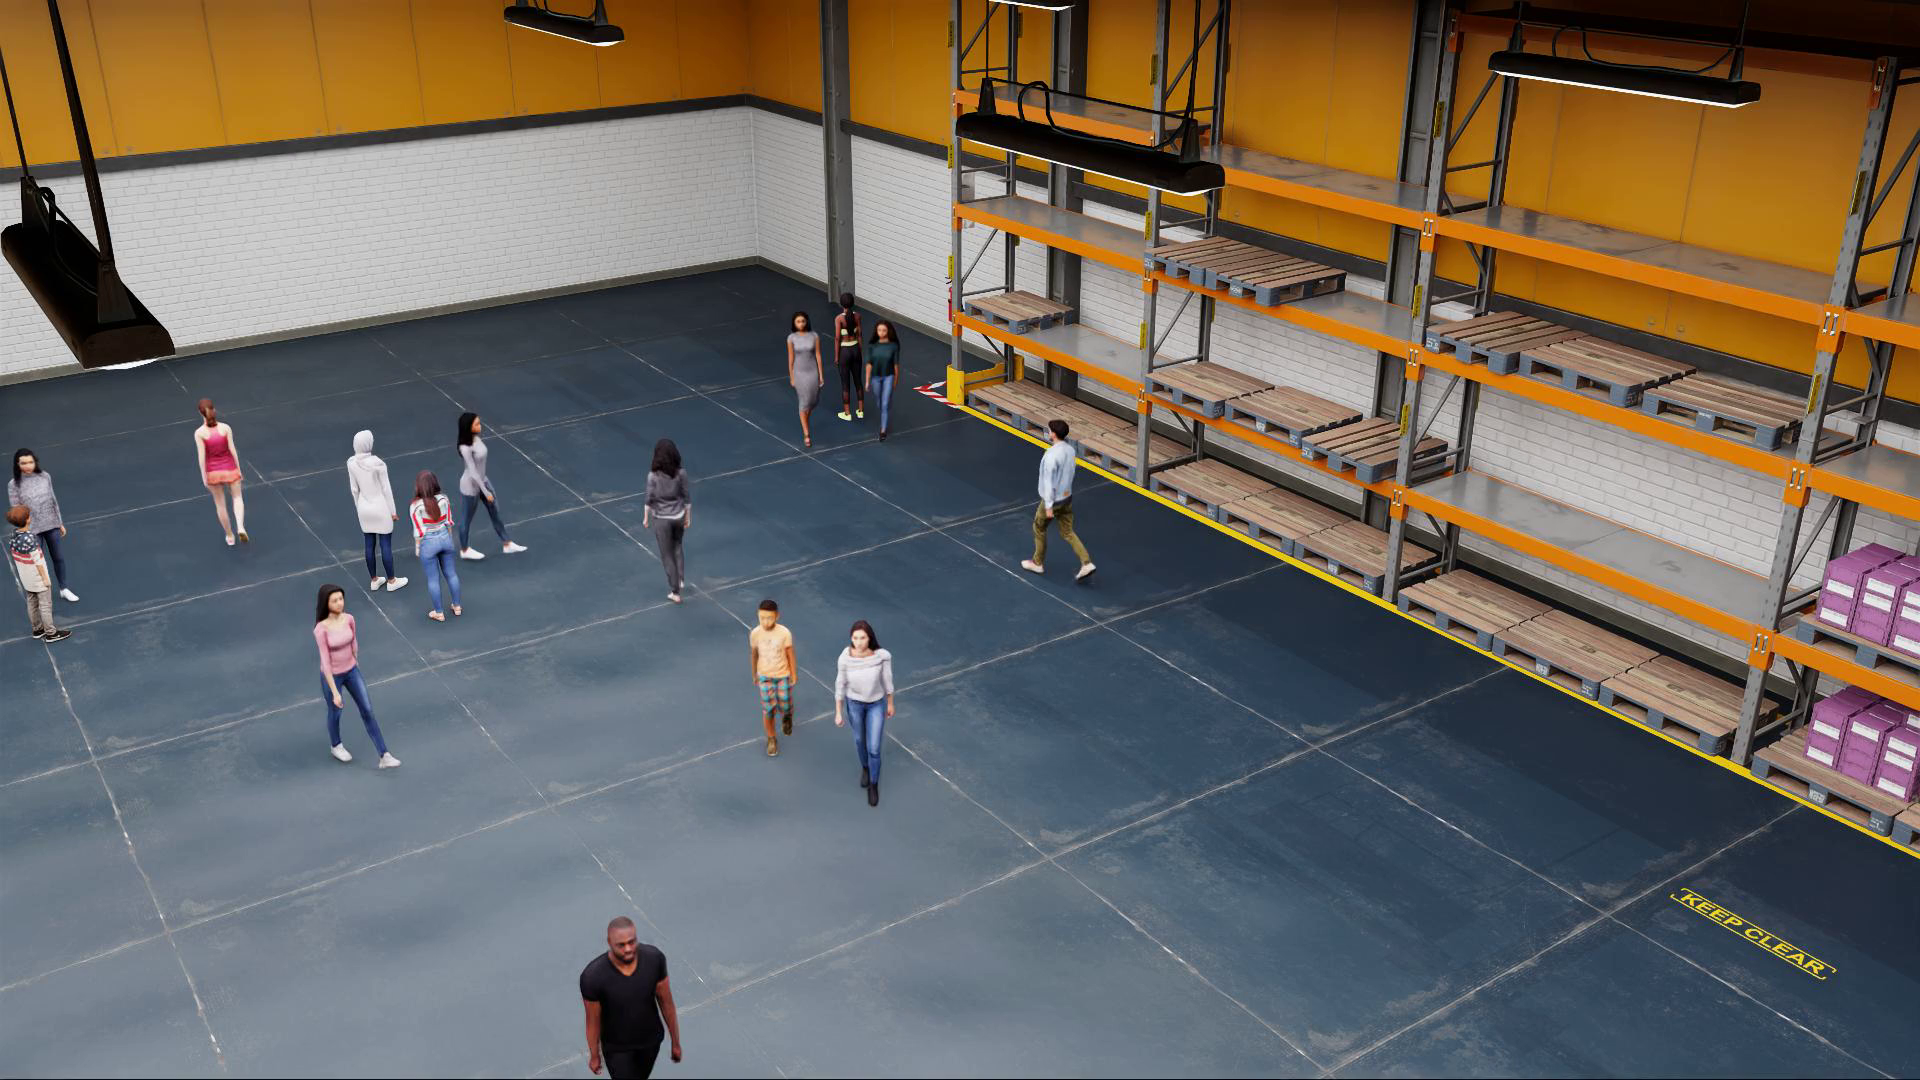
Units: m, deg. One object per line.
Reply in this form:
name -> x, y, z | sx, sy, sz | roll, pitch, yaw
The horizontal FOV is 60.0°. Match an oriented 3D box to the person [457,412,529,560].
person -> -5.408, -0.561, 18.179 | 1.020, 1.709, 0.987 | 3, 24, 6

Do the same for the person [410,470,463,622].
person -> -5.332, 0.041, 16.921 | 0.605, 1.613, 0.537 | -19, 30, -37

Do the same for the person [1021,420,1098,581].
person -> 1.099, -0.388, 17.699 | 1.247, 1.777, 0.926 | 18, 29, 35

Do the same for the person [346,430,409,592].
person -> -6.171, -0.308, 17.518 | 0.671, 1.775, 0.746 | 6, 24, 12

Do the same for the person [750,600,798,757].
person -> -1.620, 1.153, 14.574 | 0.734, 1.455, 0.819 | 1, 24, 1

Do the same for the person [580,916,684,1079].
person -> -2.004, 2.978, 9.985 | 0.687, 1.788, 1.073 | -15, 28, -30

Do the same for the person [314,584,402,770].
person -> -5.356, 1.165, 14.232 | 1.131, 1.708, 0.806 | 17, 29, 34

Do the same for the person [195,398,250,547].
person -> -8.200, -0.720, 18.496 | 0.596, 1.747, 0.817 | -13, 27, -27

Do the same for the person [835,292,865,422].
person -> -1.496, -2.495, 22.547 | 0.581, 1.753, 0.533 | -13, 27, -27

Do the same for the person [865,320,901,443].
person -> -1.013, -2.130, 21.941 | 1.068, 1.571, 1.157 | 3, 24, 7

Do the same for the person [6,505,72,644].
person -> -9.200, 0.319, 16.506 | 0.549, 1.436, 0.652 | 13, 27, 27

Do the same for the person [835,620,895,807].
person -> -0.786, 1.363, 13.906 | 0.877, 1.607, 0.954 | 1, 24, 3

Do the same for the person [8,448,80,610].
person -> -9.499, -0.138, 17.183 | 0.621, 1.732, 0.675 | 18, 29, 35

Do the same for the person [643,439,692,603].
person -> -2.977, -0.162, 17.222 | 0.650, 1.745, 0.696 | -13, 27, -27

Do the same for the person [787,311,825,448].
person -> -2.016, -2.135, 21.717 | 0.831, 1.759, 1.073 | -5, 24, -12
